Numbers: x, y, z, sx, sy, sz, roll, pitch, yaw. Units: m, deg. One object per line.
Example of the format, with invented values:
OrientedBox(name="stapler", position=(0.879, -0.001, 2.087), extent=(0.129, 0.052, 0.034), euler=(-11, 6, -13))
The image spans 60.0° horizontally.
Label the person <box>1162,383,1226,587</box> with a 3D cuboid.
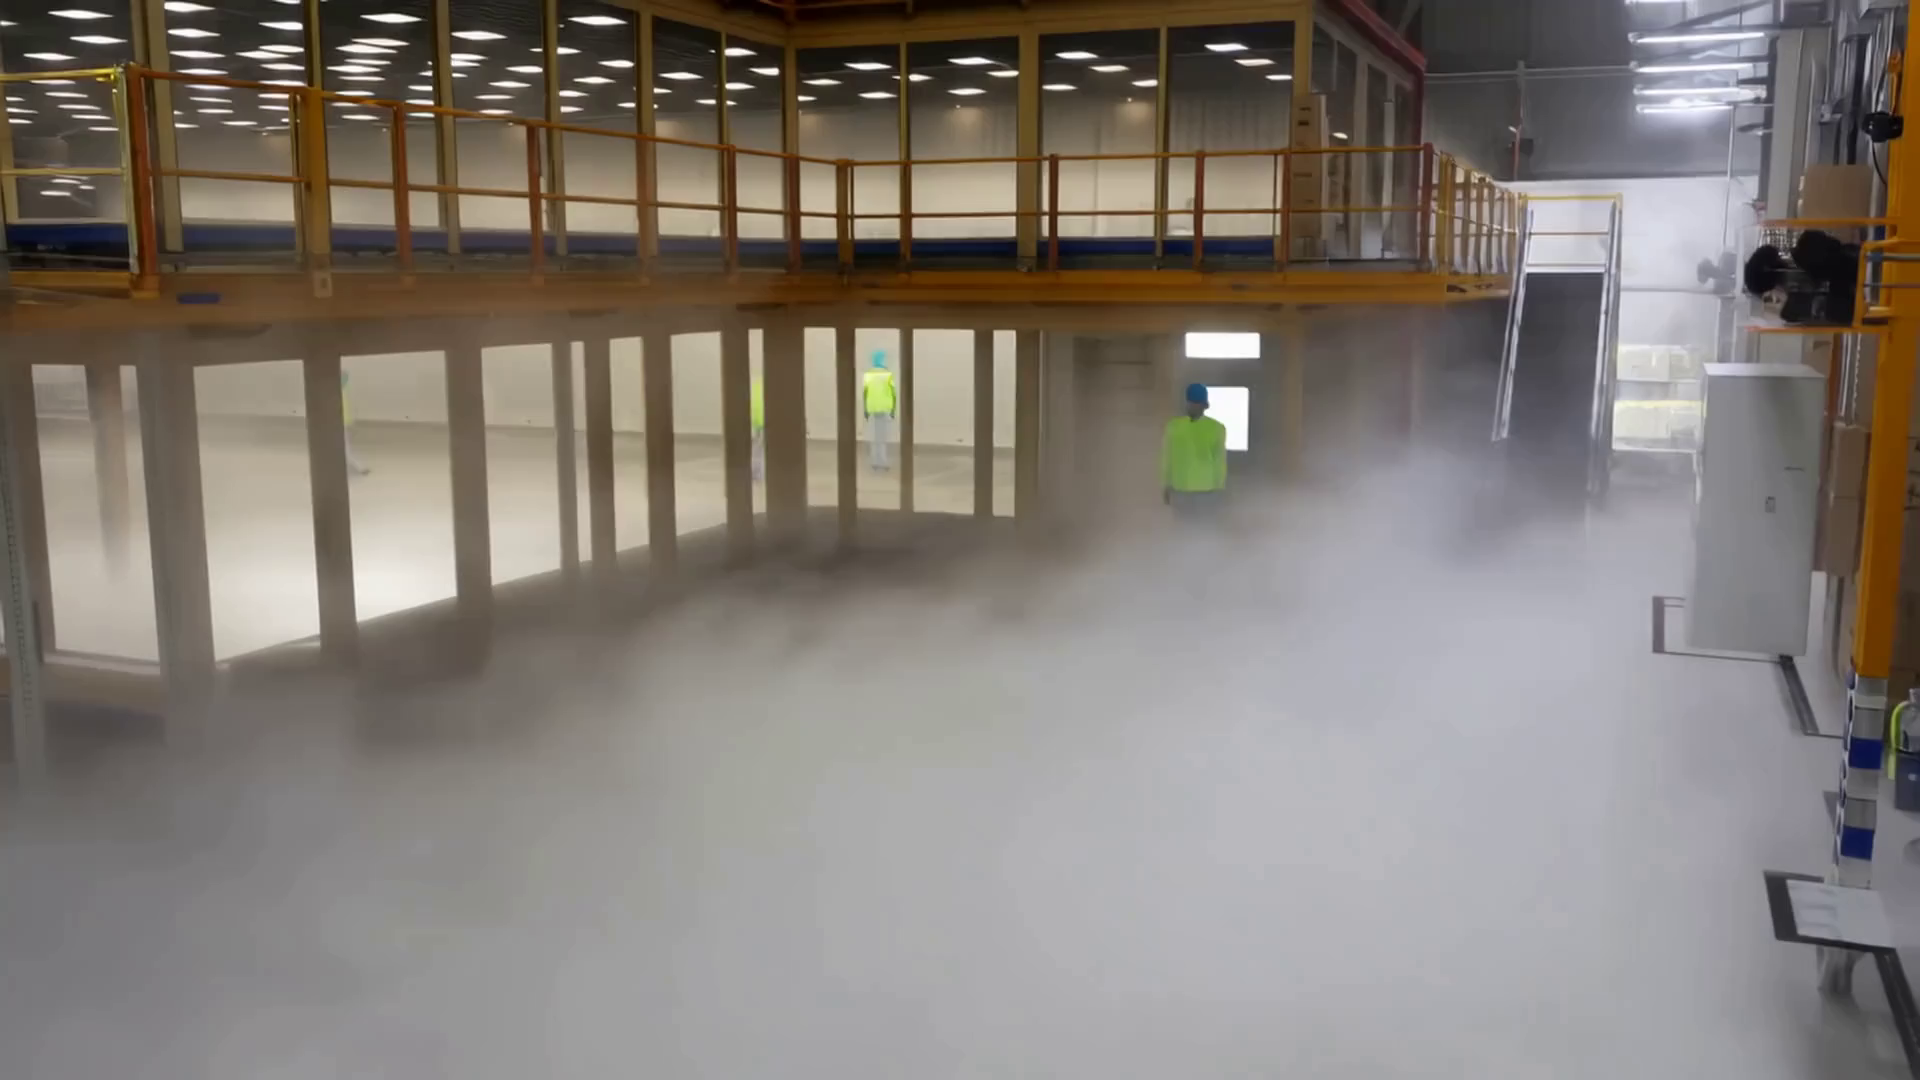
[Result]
OrientedBox(name="person", position=(2.262, -0.531, 16.105), extent=(0.612, 1.986, 0.406), euler=(1, 9, 8))
